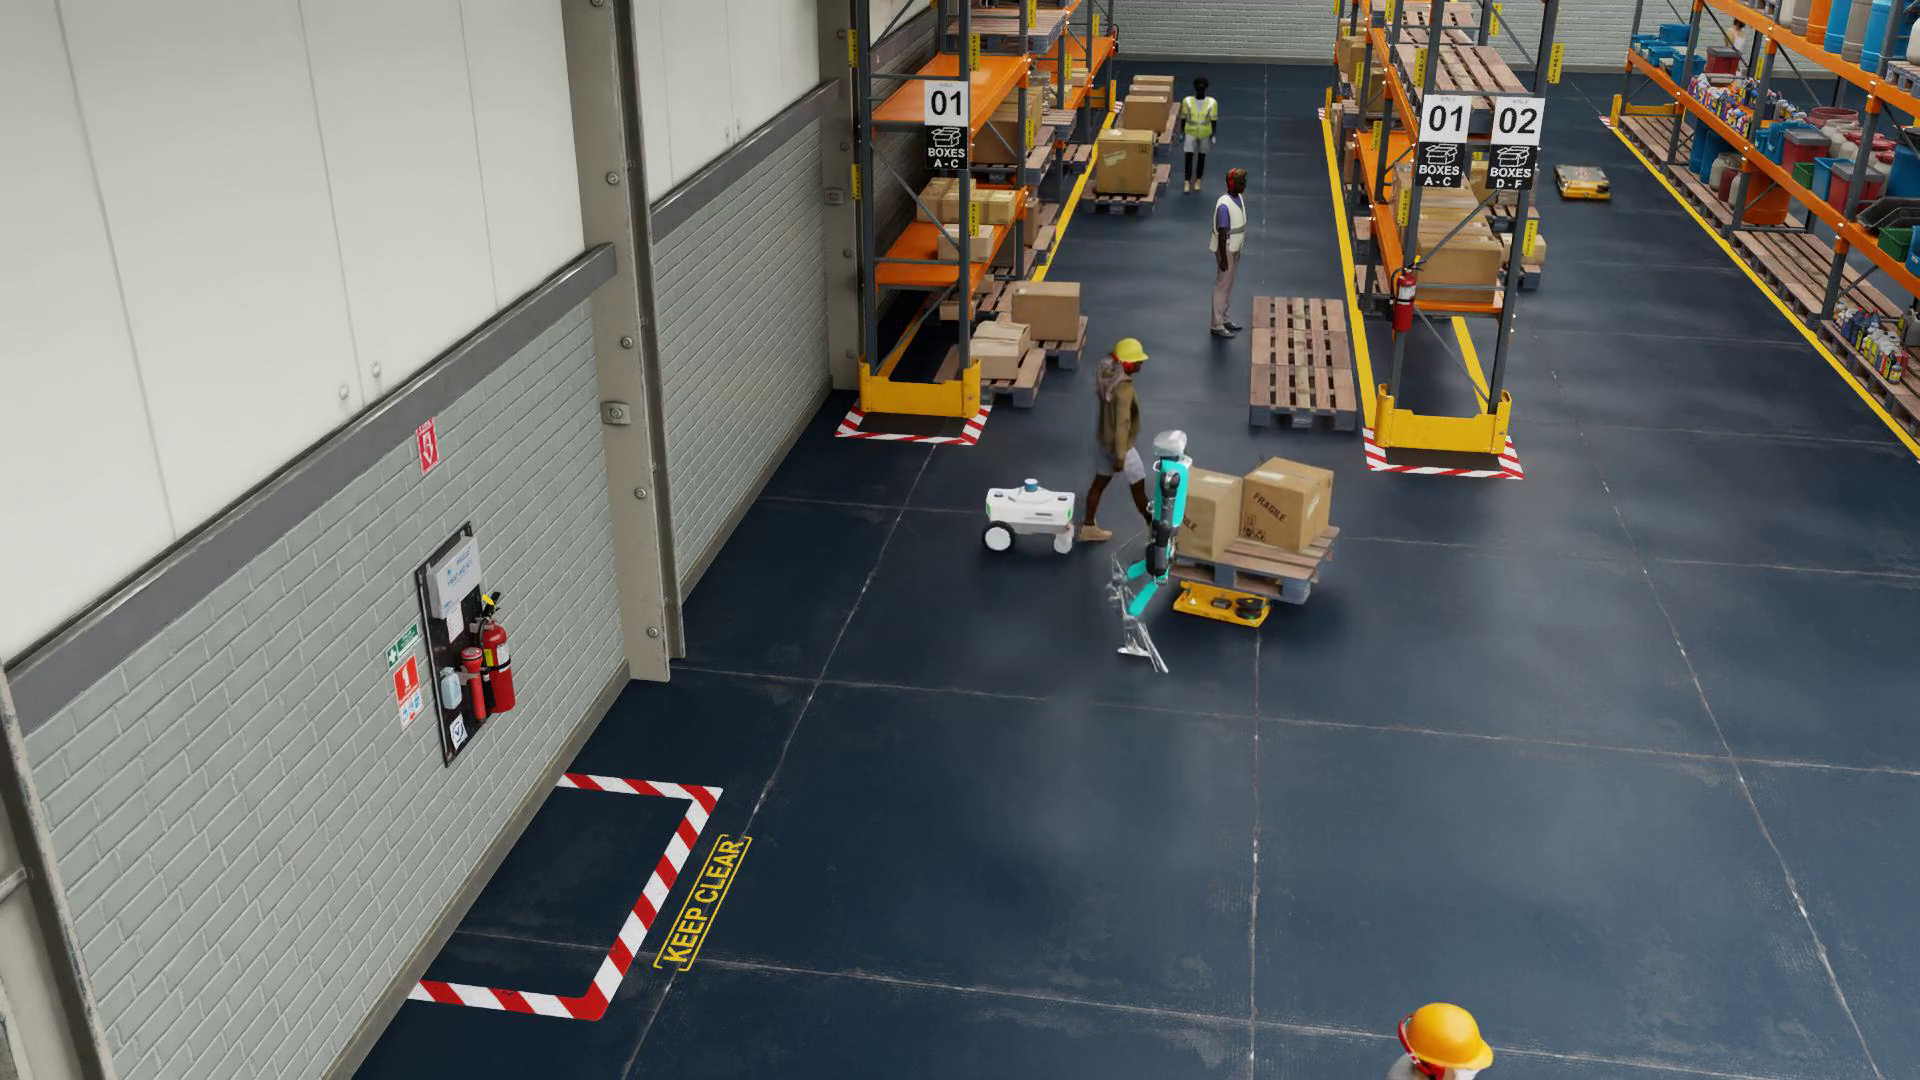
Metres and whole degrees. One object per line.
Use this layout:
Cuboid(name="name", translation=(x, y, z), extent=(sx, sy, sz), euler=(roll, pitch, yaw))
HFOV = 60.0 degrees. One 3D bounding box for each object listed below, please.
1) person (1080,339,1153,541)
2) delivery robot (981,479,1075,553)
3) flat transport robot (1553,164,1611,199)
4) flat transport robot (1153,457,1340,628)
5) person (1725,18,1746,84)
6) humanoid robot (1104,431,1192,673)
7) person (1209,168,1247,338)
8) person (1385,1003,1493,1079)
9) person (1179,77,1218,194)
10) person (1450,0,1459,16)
Cuboid(name="person", translation=(1.385, -0.792, 13.333), extent=(0.891, 1.721, 0.536), euler=(-6, 26, -13))
Cuboid(name="delivery robot", translation=(0.543, -0.202, 13.460), extent=(0.783, 0.601, 0.499), euler=(3, 25, 7))
Cuboid(name="flat transport robot", translation=(9.256, -5.341, 24.789), extent=(0.659, 0.231, 1.431), euler=(5, 26, 11))
Cuboid(name="flat transport robot", translation=(2.197, 0.250, 12.823), extent=(0.659, 0.231, 1.431), euler=(12, 28, 24))
Cuboid(name="person", translation=(13.810, -8.438, 29.565), extent=(0.516, 1.843, 0.494), euler=(-11, 27, -22))
Cuboid(name="humanoid robot", translation=(1.228, 0.094, 11.460), extent=(0.718, 1.817, 0.553), euler=(6, 26, 12))
Cuboid(name="person", translation=(2.941, -3.162, 18.265), extent=(0.380, 1.841, 0.568), euler=(10, 27, 21))
Cuboid(name="person", translation=(1.666, 2.472, 6.165), extent=(0.394, 1.889, 0.574), euler=(11, 27, 23))
Cuboid(name="person", translation=(3.474, -5.884, 24.284), extent=(0.551, 1.663, 0.769), euler=(3, 25, 7))
Cuboid(name="person", translation=(9.329, -9.379, 31.666), extent=(0.326, 1.764, 0.524), euler=(-17, 30, -32))
